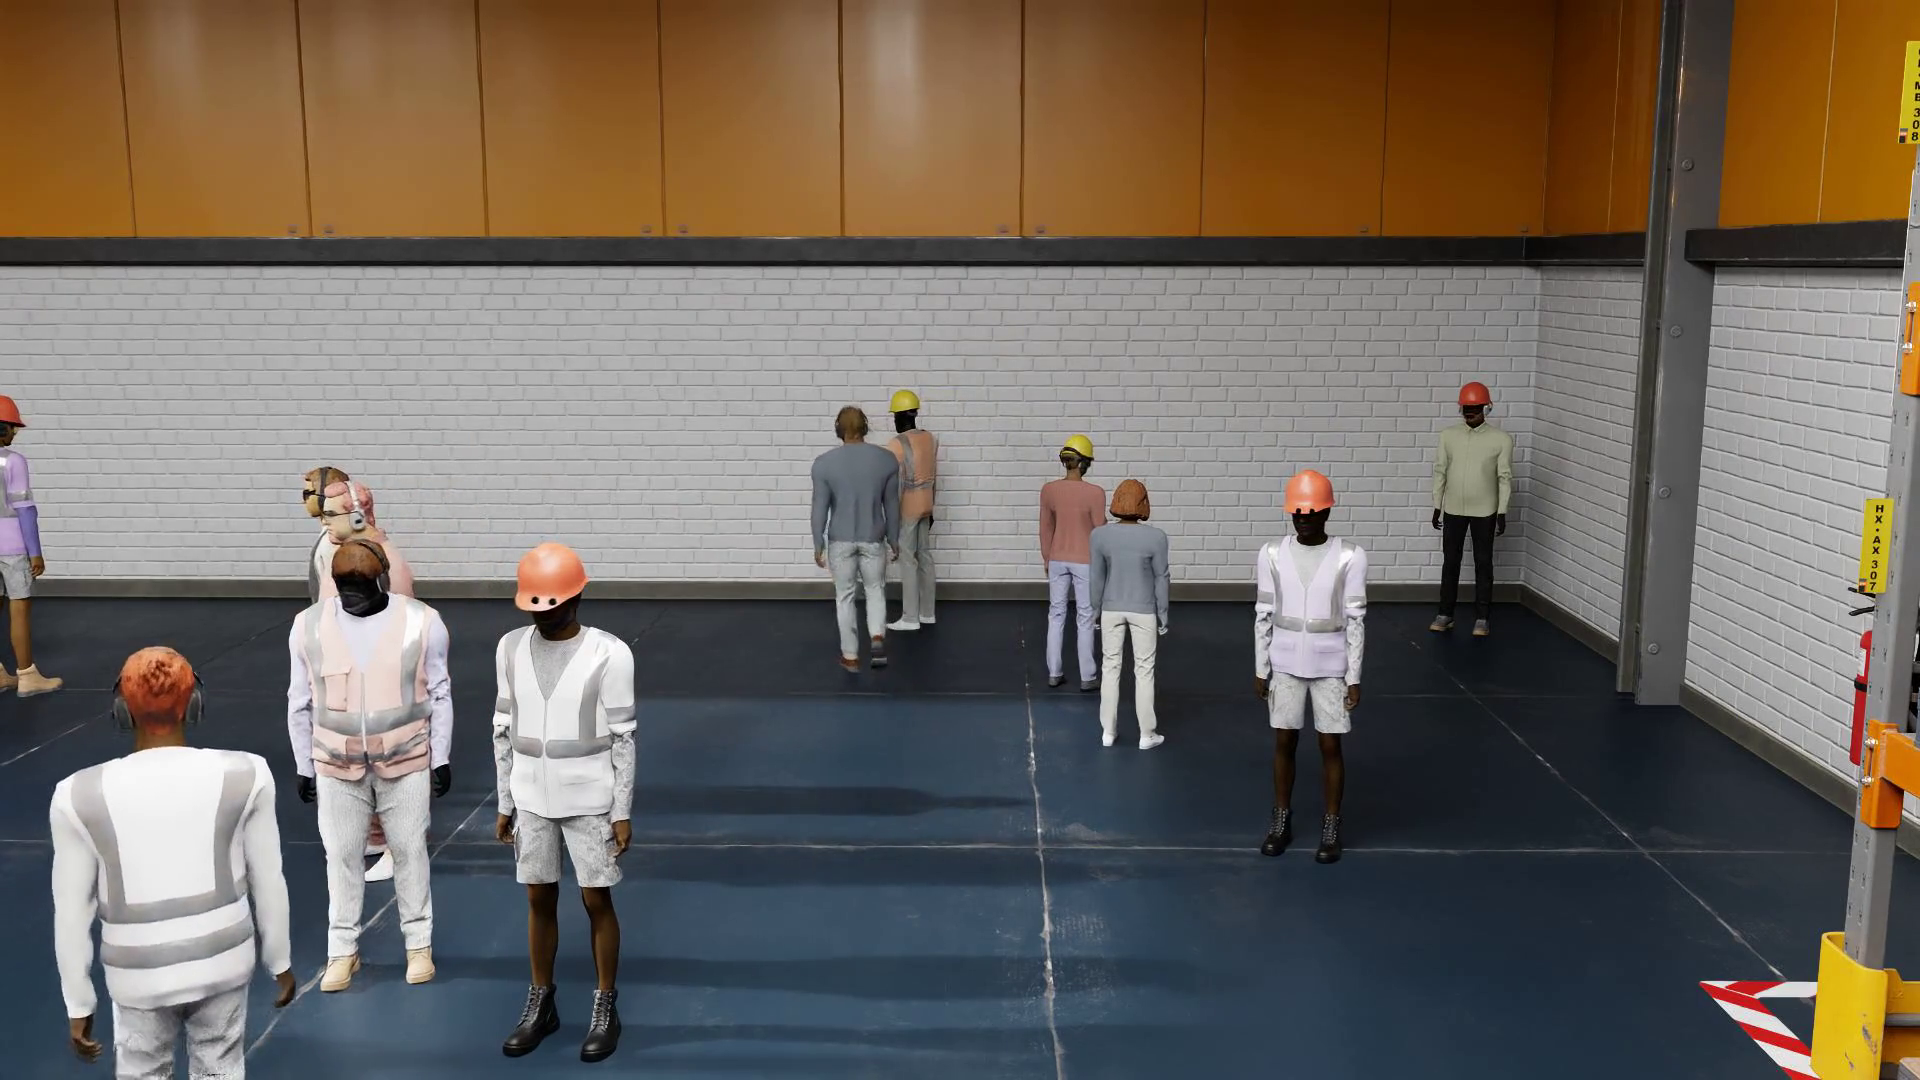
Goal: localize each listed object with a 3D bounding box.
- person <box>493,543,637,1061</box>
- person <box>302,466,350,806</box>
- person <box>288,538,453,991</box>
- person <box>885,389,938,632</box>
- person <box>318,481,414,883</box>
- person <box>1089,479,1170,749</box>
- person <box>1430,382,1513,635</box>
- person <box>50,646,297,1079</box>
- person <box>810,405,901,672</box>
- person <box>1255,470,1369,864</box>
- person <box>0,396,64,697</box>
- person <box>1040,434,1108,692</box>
[{"bbox_3d":[-1.456,0.955,6.090,0.543,1.928,0.372,2,10,10],"label":"person"},{"bbox_3d":[-3.329,0.520,8.941,0.351,1.847,0.507,-2,10,-10],"label":"person"},{"bbox_3d":[-2.368,0.898,6.700,0.636,1.839,0.428,-2,10,-12],"label":"person"},{"bbox_3d":[-0.410,-0.235,13.227,0.385,1.922,0.594,6,11,32],"label":"person"},{"bbox_3d":[-2.841,0.664,7.905,0.402,1.904,0.652,-9,13,-42],"label":"person"},{"bbox_3d":[1.021,0.445,10.019,0.498,1.634,0.278,4,10,20],"label":"person"},{"bbox_3d":[4.016,-0.249,13.102,0.612,1.995,0.382,6,11,30],"label":"person"},{"bbox_3d":[-2.169,1.232,4.636,0.599,1.866,0.512,-4,10,-24],"label":"person"},{"bbox_3d":[-0.734,0.010,11.746,0.649,1.928,0.572,-2,10,-14],"label":"person"},{"bbox_3d":[1.696,0.616,8.117,0.543,1.933,0.382,4,10,23],"label":"person"},{"bbox_3d":[-6.436,0.044,11.231,0.605,2.033,0.392,3,10,17],"label":"person"},{"bbox_3d":[0.791,0.159,11.370,0.523,1.761,0.323,6,11,33],"label":"person"}]
